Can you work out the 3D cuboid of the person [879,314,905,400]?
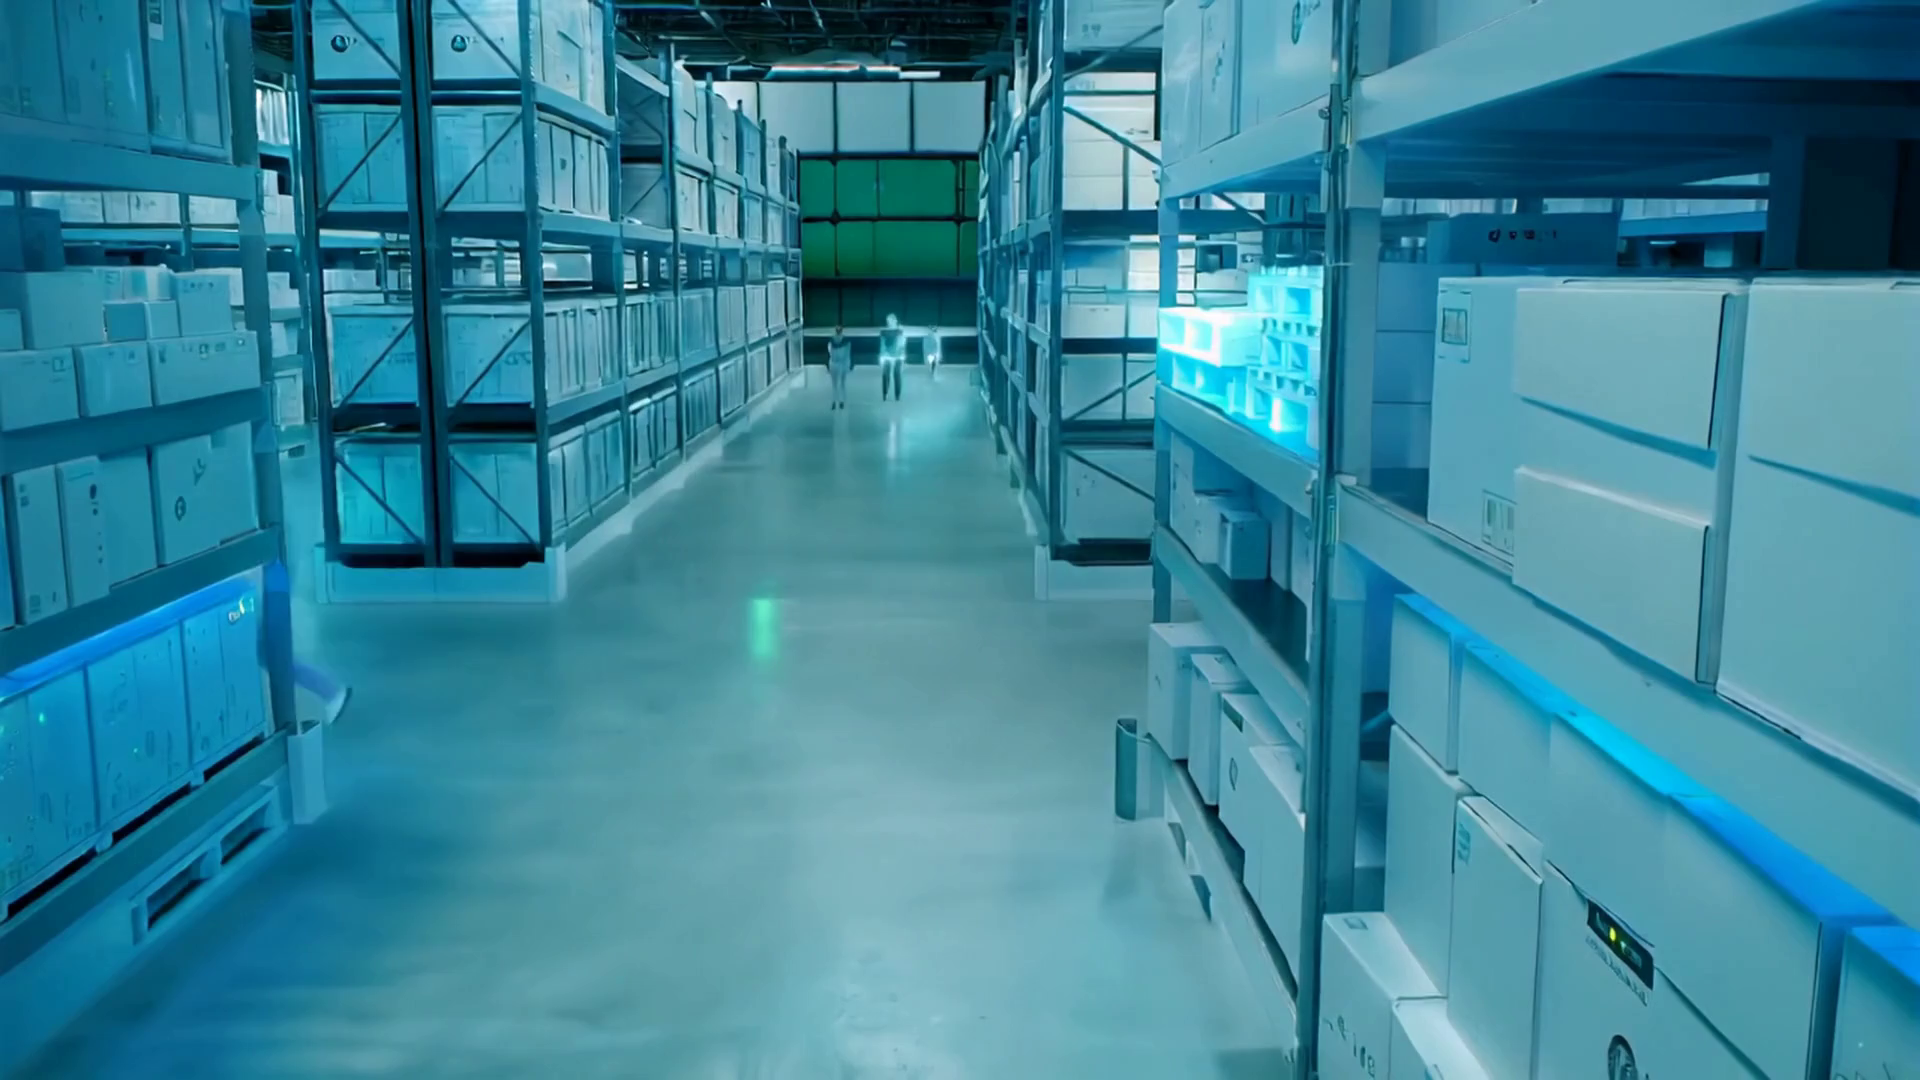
[{"bbox_3d":[-1.573,-4.220,38.435,0.609,1.996,0.383,0,9,0],"label":"person"}]

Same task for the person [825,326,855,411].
[{"bbox_3d":[-2.565,-3.637,35.432,0.631,1.799,0.785,0,9,1],"label":"person"}]

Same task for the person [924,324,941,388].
[{"bbox_3d":[-0.686,-4.721,42.649,0.528,1.627,0.481,6,11,31],"label":"person"}]

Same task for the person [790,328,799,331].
[{"bbox_3d":[-4.633,-5.476,46.891,0.381,1.740,0.584,-4,10,-22],"label":"person"}]

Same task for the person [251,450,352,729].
[{"bbox_3d":[-4.413,0.345,10.782,0.781,1.884,0.653,-2,10,-13],"label":"person"}]
